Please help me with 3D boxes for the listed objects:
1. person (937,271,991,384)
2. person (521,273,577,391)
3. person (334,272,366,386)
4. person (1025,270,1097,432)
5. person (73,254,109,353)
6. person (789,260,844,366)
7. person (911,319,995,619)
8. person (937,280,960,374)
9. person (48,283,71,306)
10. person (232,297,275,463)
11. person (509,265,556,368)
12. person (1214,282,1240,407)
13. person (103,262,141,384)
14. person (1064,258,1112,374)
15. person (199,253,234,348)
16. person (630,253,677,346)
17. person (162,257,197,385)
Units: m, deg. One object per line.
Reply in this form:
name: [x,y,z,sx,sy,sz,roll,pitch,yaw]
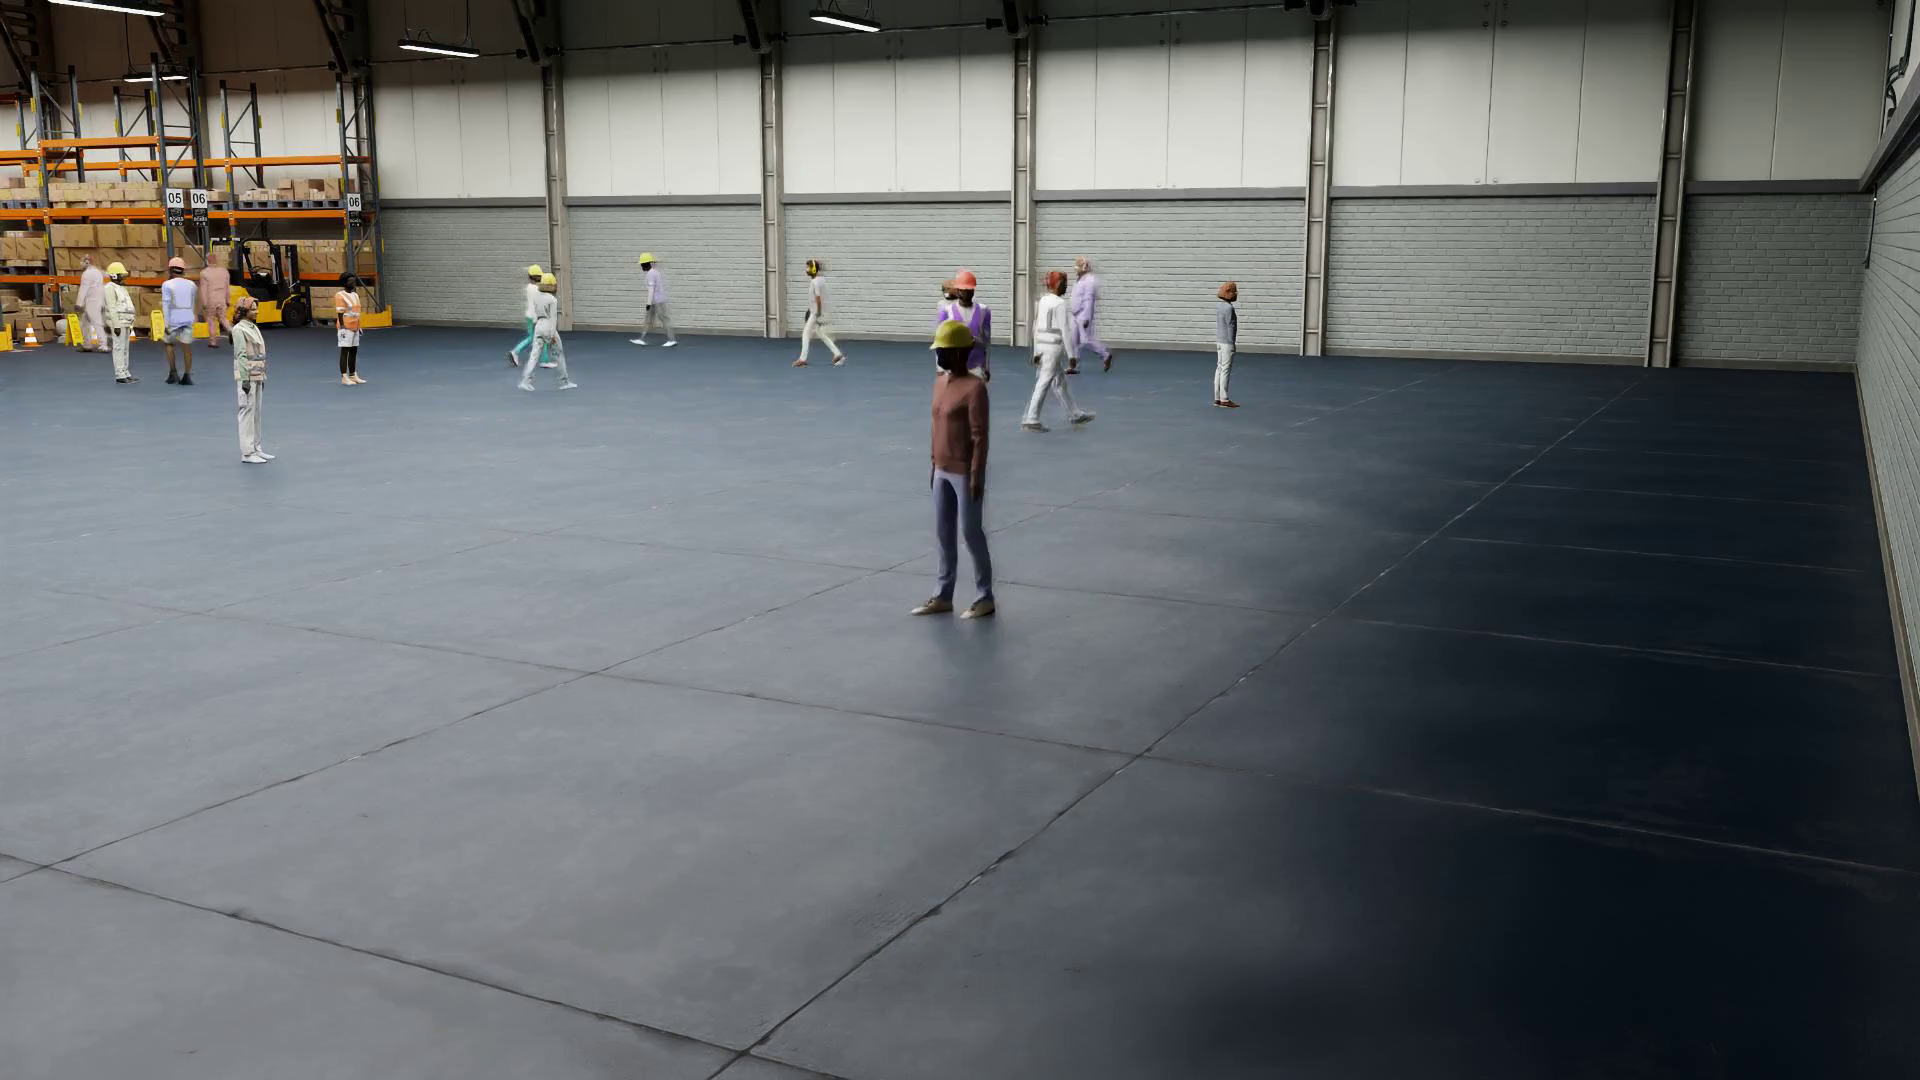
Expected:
person: [0.048,-1.813,17.076,0.570,1.879,1.015,-1,10,-7]
person: [-6.020,-3.012,24.108,0.500,1.698,0.904,6,12,30]
person: [-9.152,-3.165,24.942,0.320,1.697,0.531,2,11,11]
person: [1.164,-2.152,19.042,0.997,1.825,0.614,-4,11,-20]
person: [-16.628,-4.484,31.635,0.700,1.886,0.658,-3,11,-14]
person: [-2.448,-3.895,28.571,0.920,1.833,0.514,0,10,-2]
person: [-0.022,-0.405,9.741,0.357,1.775,0.528,-7,13,-34]
person: [-0.004,-2.922,23.892,0.635,1.597,0.330,0,10,1]
person: [-23.417,-6.617,43.250,0.354,1.887,0.573,9,14,41]
person: [-7.020,-1.581,16.462,0.307,1.639,0.525,-1,10,-7]
person: [-7.240,-3.780,28.140,0.723,1.744,0.524,-4,11,-23]
person: [3.505,-2.557,21.799,0.280,1.633,0.500,-2,11,-9]
person: [-12.668,-3.268,25.125,0.404,1.836,0.590,-2,11,-12]
person: [2.026,-3.613,26.865,0.761,1.888,0.652,-4,11,-20]
person: [-14.843,-4.775,33.179,0.620,1.893,0.659,7,13,35]
person: [-6.186,-4.822,33.505,0.967,1.872,0.592,-2,11,-13]
person: [-11.749,-3.281,24.993,0.580,1.906,0.553,8,13,37]
